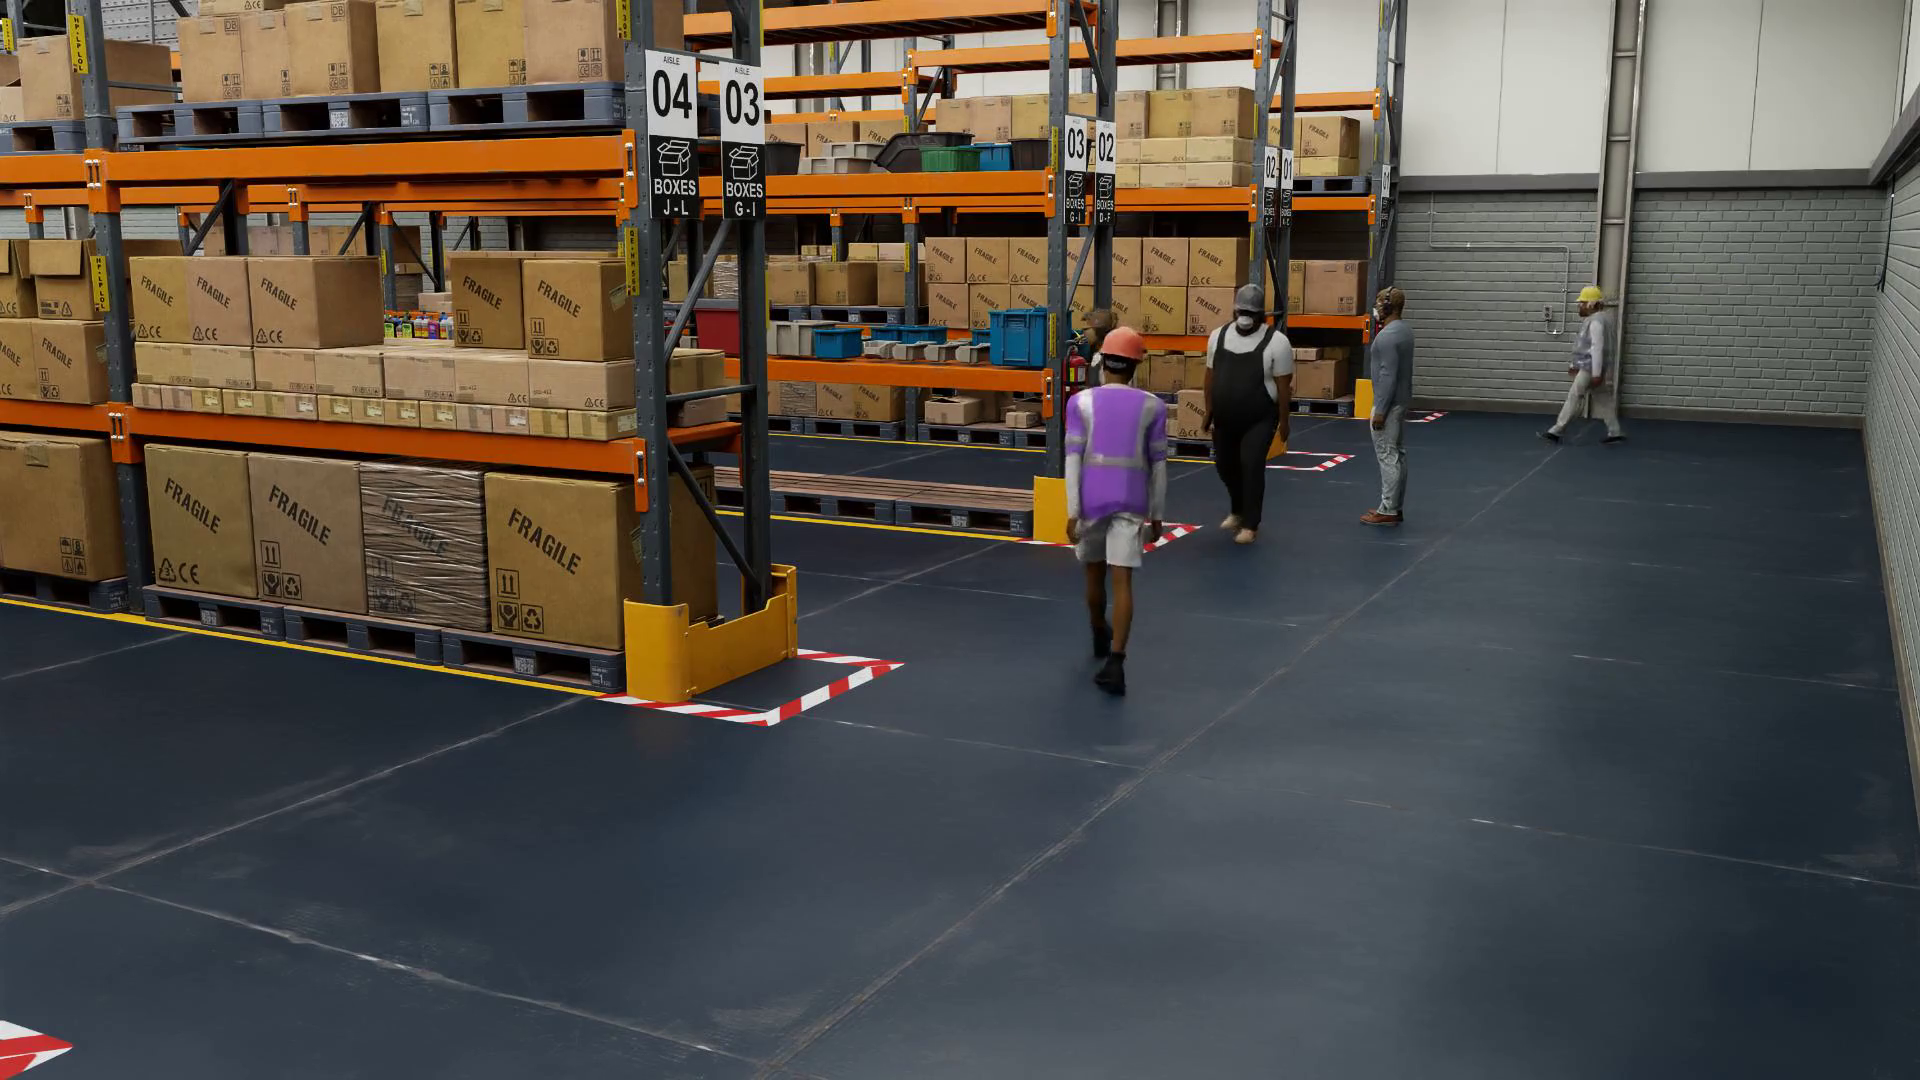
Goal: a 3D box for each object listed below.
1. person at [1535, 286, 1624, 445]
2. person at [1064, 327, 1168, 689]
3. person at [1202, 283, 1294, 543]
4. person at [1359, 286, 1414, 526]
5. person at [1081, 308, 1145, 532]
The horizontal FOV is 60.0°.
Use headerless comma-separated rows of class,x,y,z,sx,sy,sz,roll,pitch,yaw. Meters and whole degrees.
person,7.028,-1.939,18.639,0.954,1.784,0.605,4,11,23
person,0.826,-0.194,8.881,0.552,1.859,1.065,1,10,5
person,2.250,-1.014,12.875,0.699,2.000,0.766,7,13,35
person,3.485,-1.082,13.519,0.355,1.938,0.636,5,12,27
person,1.070,-0.803,12.312,0.400,1.823,0.527,-2,11,-9
